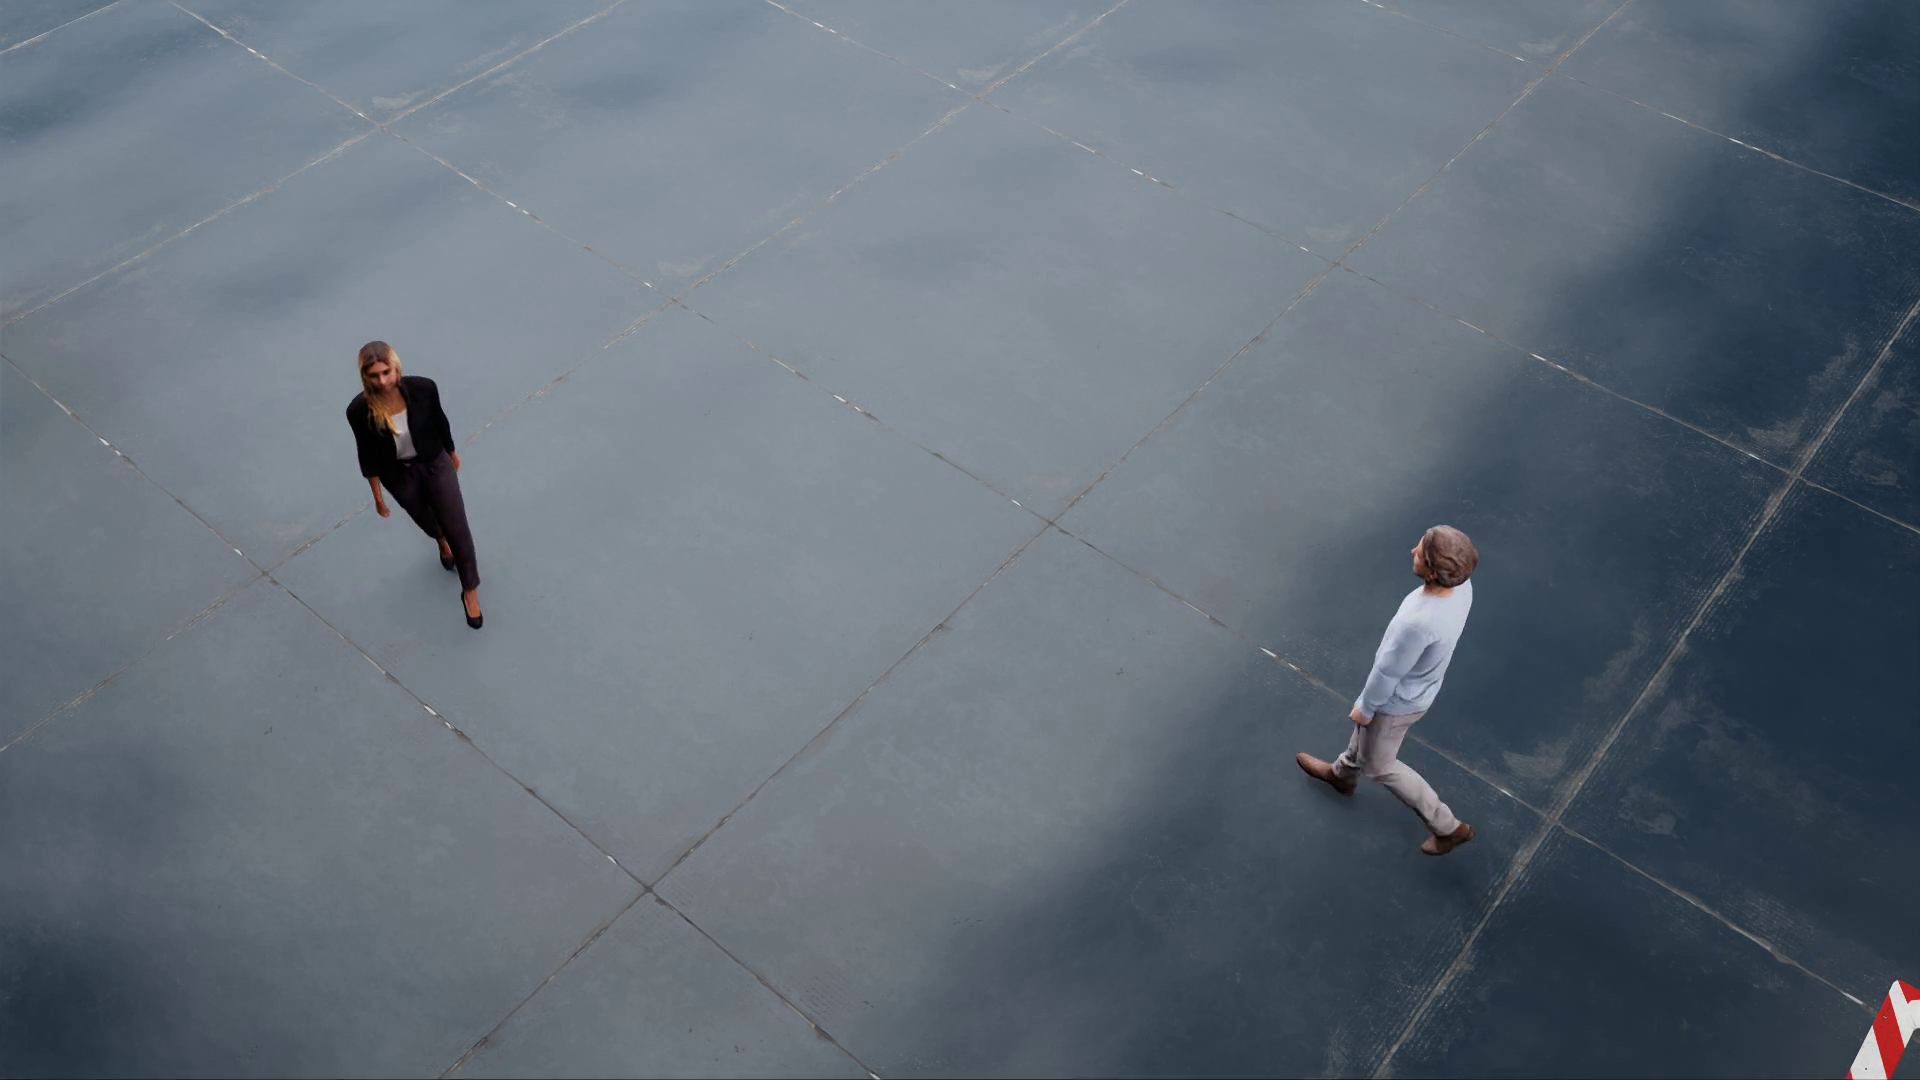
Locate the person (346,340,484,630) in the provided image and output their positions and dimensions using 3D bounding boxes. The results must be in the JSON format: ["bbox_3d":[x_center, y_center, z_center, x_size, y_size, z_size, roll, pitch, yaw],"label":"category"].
[{"bbox_3d":[-2.723,-0.381,8.301,0.890,1.639,1.069,-16,49,-15],"label":"person"}]

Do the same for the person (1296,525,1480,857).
[{"bbox_3d":[1.967,0.682,7.160,1.155,1.871,0.761,25,52,22],"label":"person"}]
